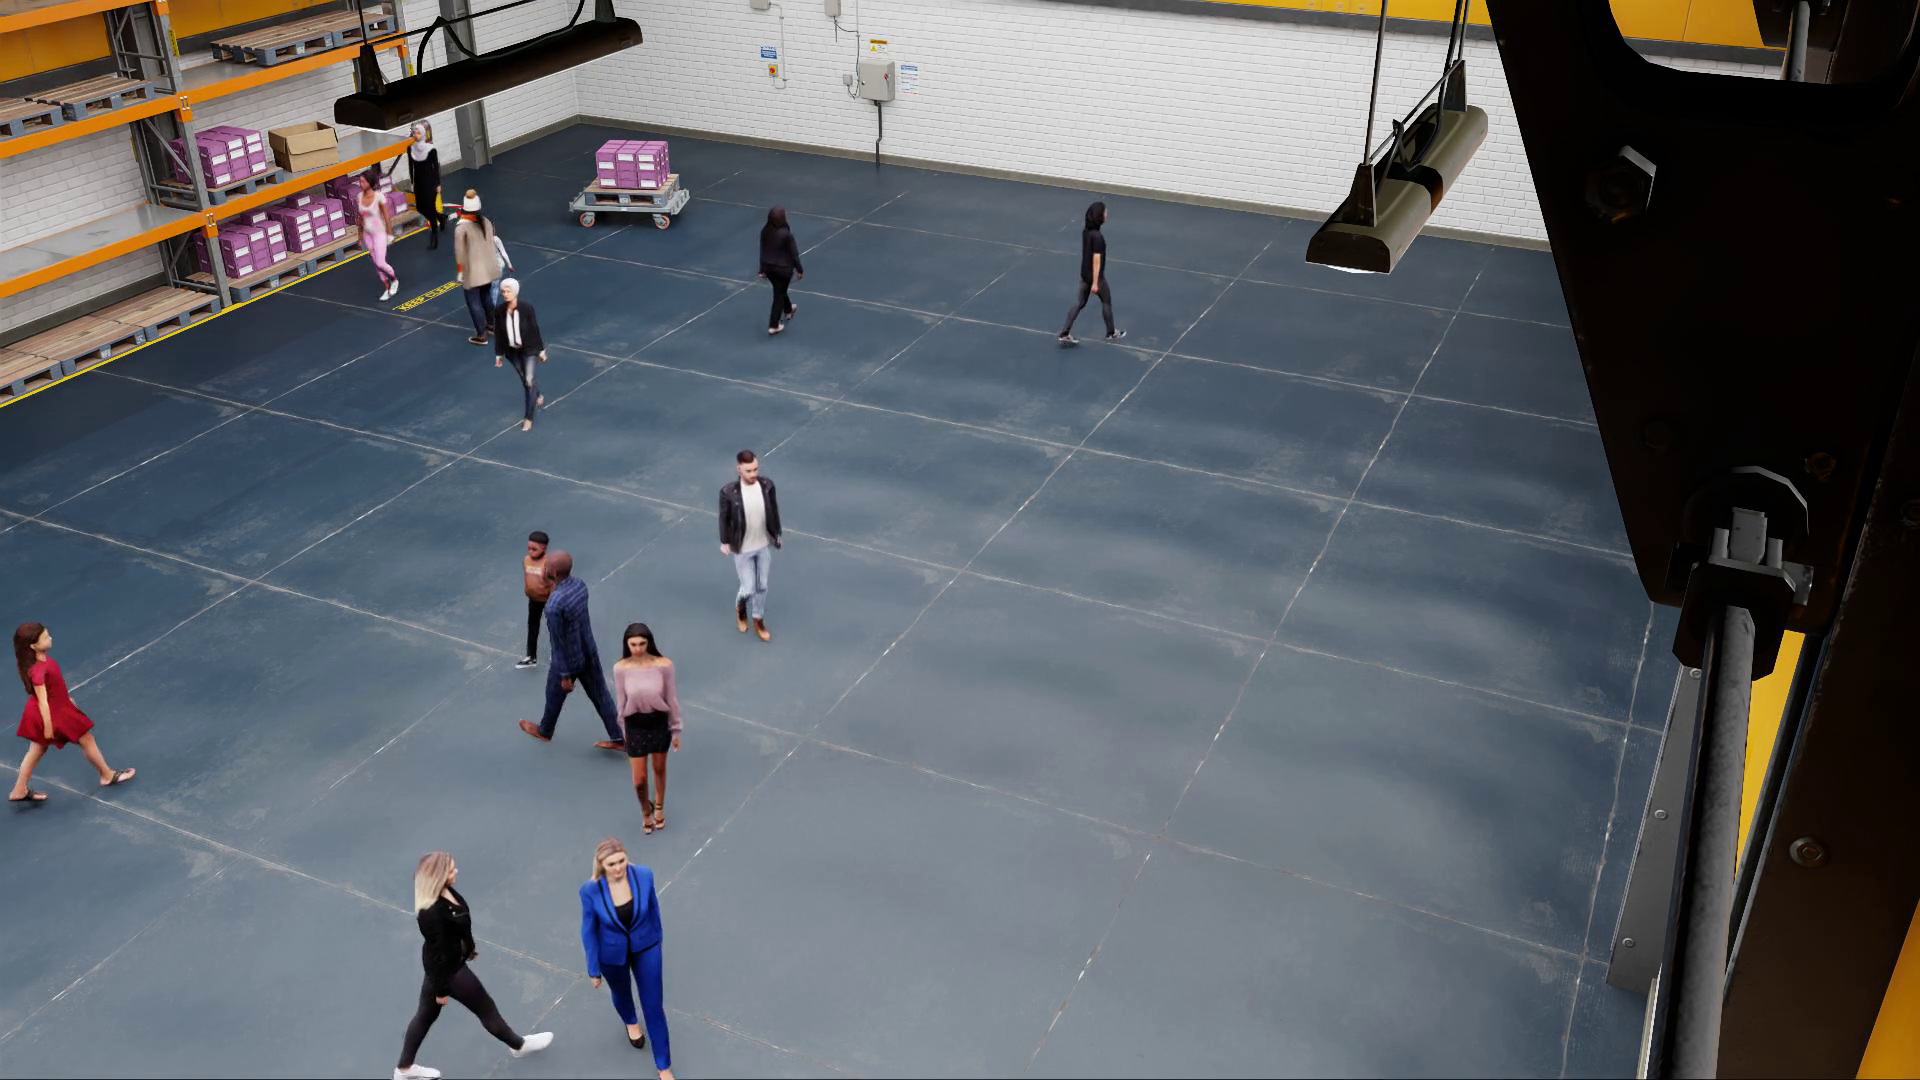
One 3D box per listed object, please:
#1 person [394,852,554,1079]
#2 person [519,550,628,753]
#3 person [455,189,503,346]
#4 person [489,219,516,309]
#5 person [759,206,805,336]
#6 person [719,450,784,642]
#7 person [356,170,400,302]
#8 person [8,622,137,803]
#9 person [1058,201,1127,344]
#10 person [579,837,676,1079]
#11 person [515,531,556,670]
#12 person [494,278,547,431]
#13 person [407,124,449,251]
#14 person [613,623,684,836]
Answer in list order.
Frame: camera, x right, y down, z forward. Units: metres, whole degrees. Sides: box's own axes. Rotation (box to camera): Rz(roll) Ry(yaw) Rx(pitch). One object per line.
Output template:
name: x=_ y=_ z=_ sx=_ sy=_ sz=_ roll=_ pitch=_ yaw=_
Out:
person: x=-3.151 y=2.585 z=9.886 sx=1.210 sy=1.630 sz=1.153 roll=-9 pitch=30 yaw=-16
person: x=-2.900 y=0.910 z=12.817 sx=0.804 sy=1.764 sz=1.120 roll=10 pitch=30 yaw=18
person: x=-5.917 y=-3.377 z=20.571 sx=0.854 sy=1.866 sz=0.697 roll=11 pitch=31 yaw=20
person: x=-6.045 y=-3.494 z=21.453 sx=0.495 sy=1.226 sz=0.855 roll=14 pitch=32 yaw=24
person: x=-2.315 y=-3.335 z=20.789 sx=0.713 sy=1.582 sz=1.008 roll=15 pitch=32 yaw=25
person: x=-1.837 y=0.005 z=14.414 sx=0.790 sy=1.823 sz=0.879 roll=-15 pitch=32 yaw=-26
person: x=-7.633 y=-4.017 z=21.886 sx=0.599 sy=1.728 sz=0.652 roll=9 pitch=30 yaw=17
person: x=-6.840 y=1.309 z=12.344 sx=1.138 sy=1.517 sz=0.876 roll=-19 pitch=34 yaw=-31
person: x=1.541 y=-3.237 z=20.390 sx=1.203 sy=1.793 sz=1.123 roll=-10 pitch=30 yaw=-18
person: x=-2.047 y=2.449 z=10.093 sx=1.036 sy=1.671 sz=1.081 roll=-11 pitch=31 yaw=-20
person: x=-3.497 y=0.469 z=14.173 sx=0.521 sy=1.240 sz=0.732 roll=12 pitch=31 yaw=22
person: x=-4.854 y=-2.115 z=18.680 sx=0.974 sy=1.734 sz=1.216 roll=4 pitch=29 yaw=8
person: x=-7.599 y=-5.074 z=23.791 sx=0.739 sy=1.761 sz=1.007 roll=6 pitch=29 yaw=11
person: x=-2.243 y=1.328 z=12.016 sx=0.759 sy=1.798 sz=0.807 roll=-5 pitch=29 yaw=-10
